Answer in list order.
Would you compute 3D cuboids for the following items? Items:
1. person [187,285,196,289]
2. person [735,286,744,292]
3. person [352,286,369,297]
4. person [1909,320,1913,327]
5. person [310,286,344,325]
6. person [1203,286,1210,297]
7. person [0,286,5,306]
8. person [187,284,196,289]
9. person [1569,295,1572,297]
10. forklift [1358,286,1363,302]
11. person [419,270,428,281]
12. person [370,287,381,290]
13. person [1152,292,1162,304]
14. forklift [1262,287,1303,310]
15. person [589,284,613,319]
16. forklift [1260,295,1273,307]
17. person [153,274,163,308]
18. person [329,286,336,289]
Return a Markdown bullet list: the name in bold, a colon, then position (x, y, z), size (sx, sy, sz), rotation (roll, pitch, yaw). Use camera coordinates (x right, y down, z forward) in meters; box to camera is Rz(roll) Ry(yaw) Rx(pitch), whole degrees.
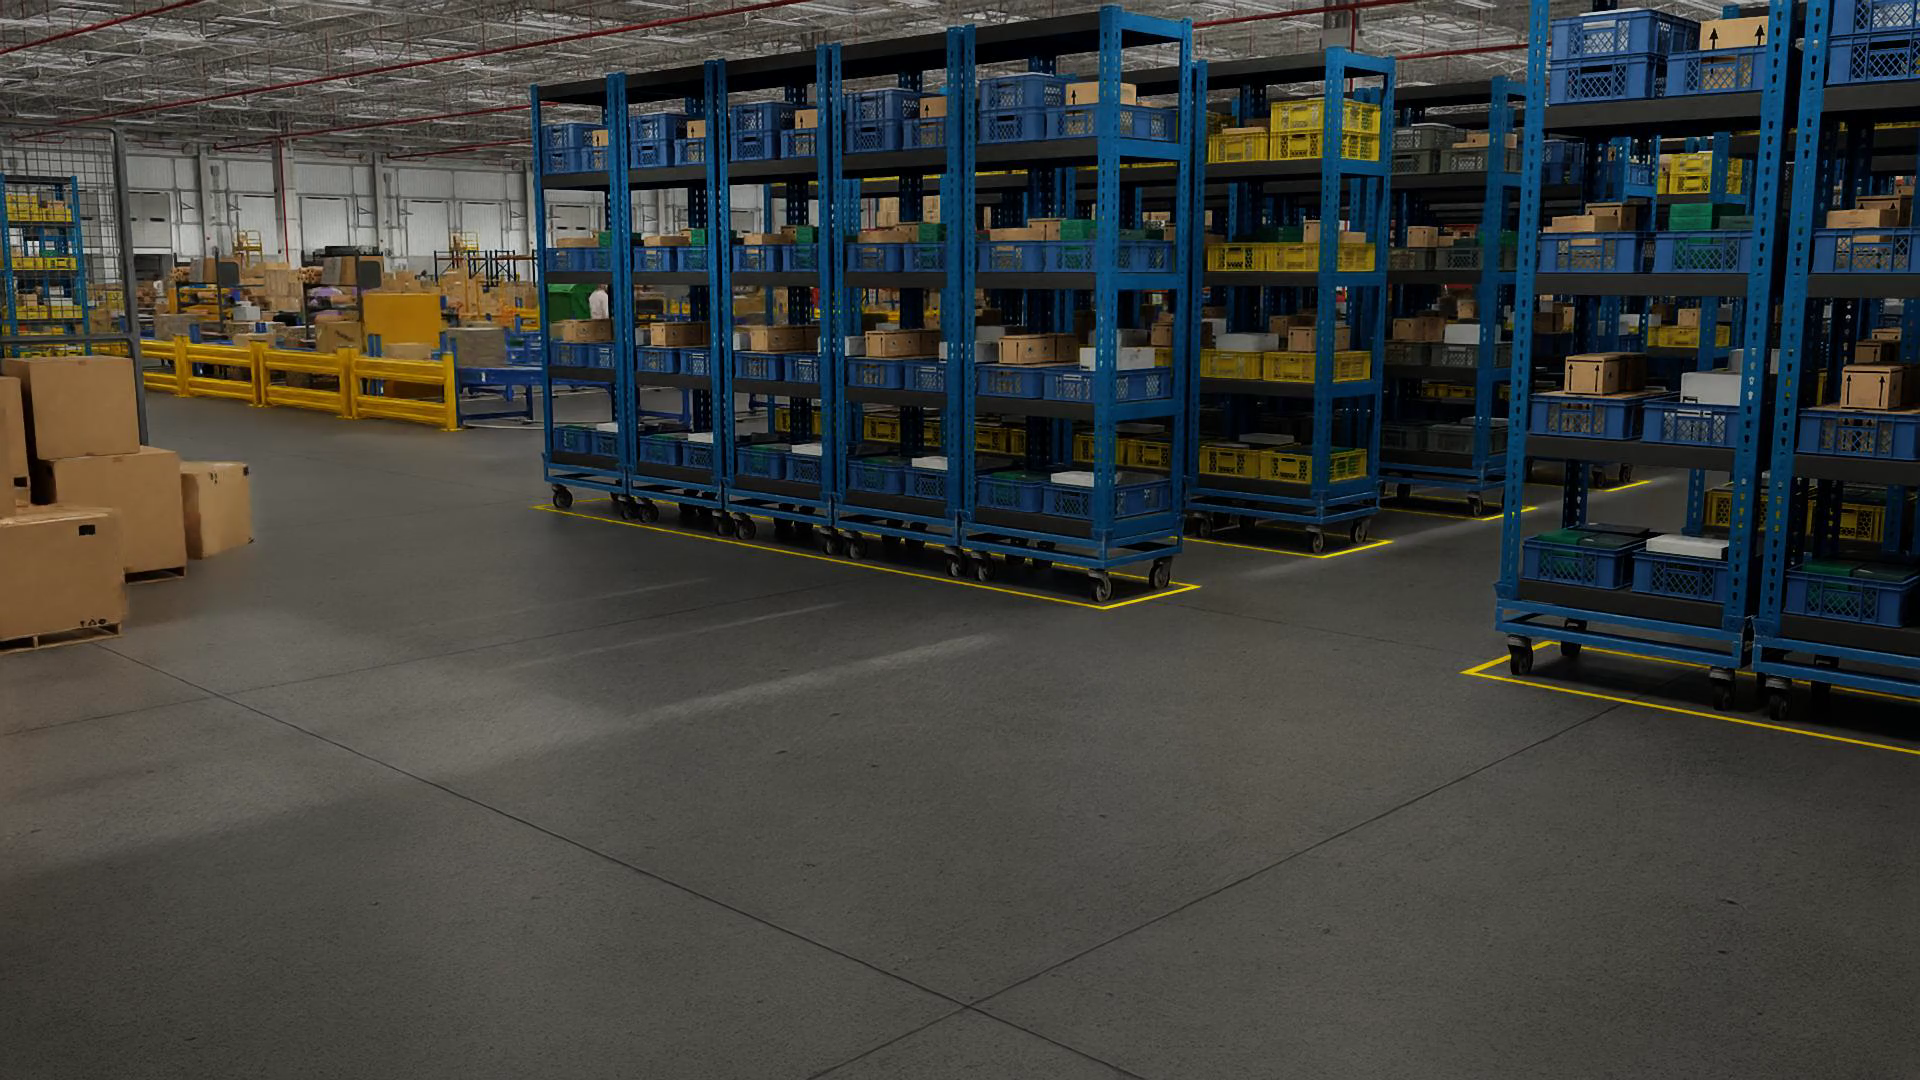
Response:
- **person**: position (-40.205, -13.014, 86.962), size (0.475, 1.824, 0.647), rotation (-2, 9, -12)
- **person**: position (-8.156, -8.874, 61.597), size (0.468, 1.818, 0.613), rotation (-1, 9, -6)
- **person**: position (-18.993, -7.472, 52.780), size (0.541, 1.900, 0.920), rotation (-1, 9, -6)
- **person**: position (12.297, -2.394, 21.323), size (0.375, 1.997, 0.611), rotation (5, 10, 28)
- **person**: position (-12.420, -4.266, 32.662), size (0.614, 2.041, 0.393), rotation (-5, 11, -29)
- **person**: position (8.188, -7.632, 54.554), size (0.507, 1.630, 0.268), rotation (6, 11, 33)
- **person**: position (-45.431, -11.686, 78.563), size (0.606, 1.899, 0.979), rotation (8, 12, 40)
- **person**: position (-29.465, -9.171, 63.813), size (0.917, 1.696, 0.490), rotation (1, 9, 8)
- **person**: position (13.153, -4.607, 35.654), size (0.554, 1.752, 0.530), rotation (-7, 12, -37)
- **forklift**: position (11.100, -7.017, 46.970), size (1.873, 2.768, 1.129), rotation (9, 13, 43)
- **person**: position (-28.356, -13.274, 87.896), size (0.614, 2.000, 0.808), rotation (-5, 11, -30)
- **person**: position (-21.261, -8.678, 60.465), size (0.526, 1.811, 0.989), rotation (2, 10, 13)
- **person**: position (6.353, -7.452, 53.445), size (0.272, 1.632, 0.507), rotation (-4, 10, -21)
- **forklift**: position (10.769, -8.203, 54.240), size (1.129, 2.768, 1.873), rotation (8, 12, 42)
- **person**: position (-7.062, -4.241, 32.932), size (0.402, 1.904, 0.651), rotation (-7, 12, -38)
- **forklift**: position (11.496, -9.006, 59.165), size (1.873, 2.768, 1.129), rotation (9, 13, 43)
- **person**: position (-34.733, -10.552, 71.779), size (0.582, 1.845, 0.918), rotation (5, 10, 26)
- **person**: position (-22.588, -8.630, 59.822), size (1.019, 1.917, 0.623), rotation (-6, 11, -34)
